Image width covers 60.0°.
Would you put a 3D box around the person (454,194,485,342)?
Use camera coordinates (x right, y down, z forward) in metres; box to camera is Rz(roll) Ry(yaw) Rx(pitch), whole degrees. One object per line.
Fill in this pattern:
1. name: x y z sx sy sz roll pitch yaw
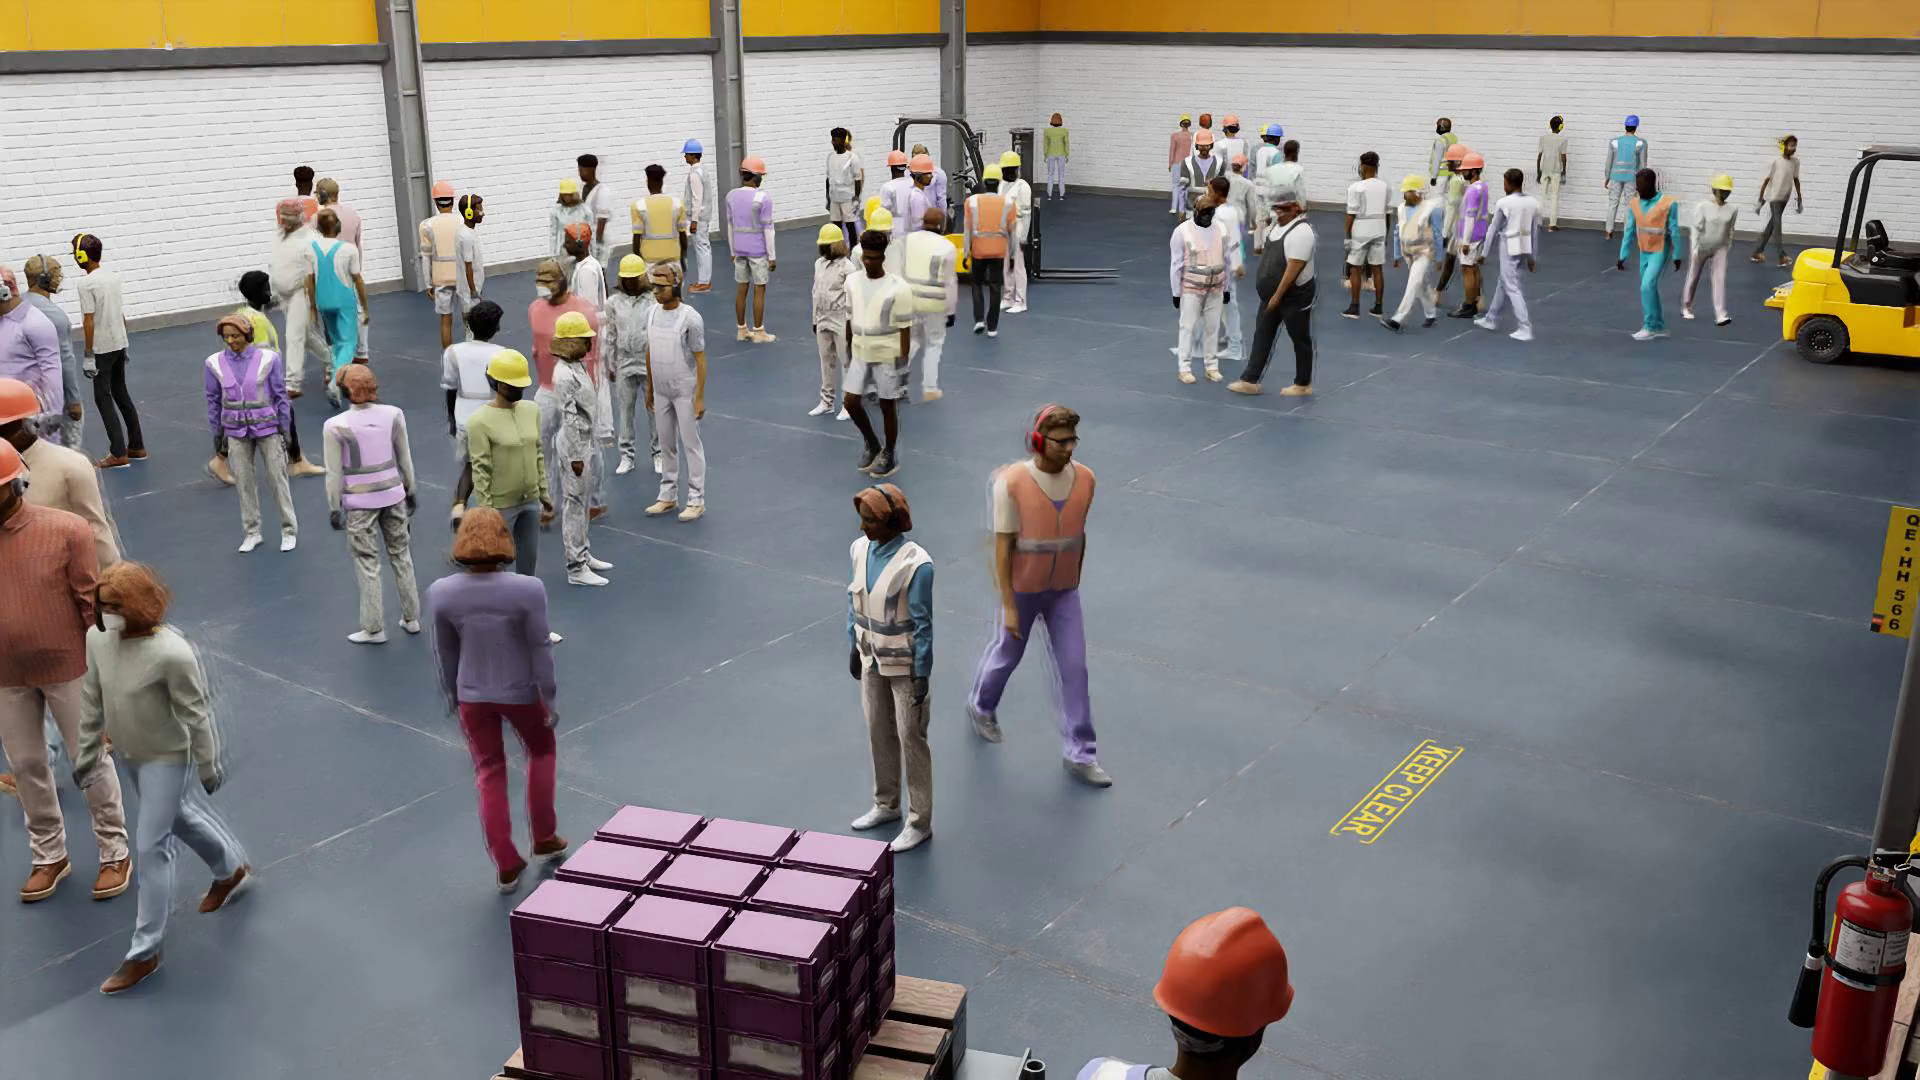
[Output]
1. person: -4.681 -2.390 16.032 0.324 1.861 0.510 -6 19 -18

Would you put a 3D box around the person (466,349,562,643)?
1. person: -2.502 -0.208 9.367 0.326 1.760 0.524 11 21 30

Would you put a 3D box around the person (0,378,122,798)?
1. person: -4.332 0.205 7.774 0.656 1.934 1.024 5 18 14

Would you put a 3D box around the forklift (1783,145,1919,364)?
1. forklift: 9.803 -2.879 17.013 2.313 2.155 1.214 12 21 33

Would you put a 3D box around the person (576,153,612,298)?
1. person: -4.282 -3.513 19.382 0.619 1.951 0.431 16 24 42

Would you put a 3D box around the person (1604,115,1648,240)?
1. person: 10.530 -5.732 26.335 0.617 1.946 0.393 10 20 28

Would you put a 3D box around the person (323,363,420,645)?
1. person: -3.381 -0.210 9.584 0.313 1.630 0.520 15 23 39

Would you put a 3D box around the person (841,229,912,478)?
1. person: -0.649 -1.427 12.861 0.629 1.948 0.455 10 20 28

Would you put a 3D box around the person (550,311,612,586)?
1. person: -2.409 -0.585 10.567 0.295 1.744 0.485 -2 18 -5

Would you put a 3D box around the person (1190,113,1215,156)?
1. person: 4.071 -6.158 27.768 0.346 1.883 0.584 -10 21 -30

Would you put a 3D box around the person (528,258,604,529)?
1. person: -2.821 -0.977 11.503 0.645 1.911 0.810 10 20 29

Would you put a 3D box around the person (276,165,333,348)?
1. person: -6.979 -3.032 17.888 0.612 1.953 0.382 -4 18 -12

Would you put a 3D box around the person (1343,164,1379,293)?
1. person: 5.296 -4.035 21.443 0.680 1.670 0.549 7 19 22

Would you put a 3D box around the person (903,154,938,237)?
1. person: -0.425 -3.179 18.197 0.386 2.041 0.615 -3 18 -10

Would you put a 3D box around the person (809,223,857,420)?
1. person: -1.131 -1.942 14.815 0.484 1.743 0.298 13 22 34

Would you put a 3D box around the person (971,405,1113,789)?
1. person: 0.365 0.218 7.972 0.585 1.803 0.963 -10 20 -27

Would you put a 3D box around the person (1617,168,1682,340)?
1. person: 7.656 -3.166 18.437 0.654 1.864 0.621 -8 19 -23

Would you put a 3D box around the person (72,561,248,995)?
1. person: -3.094 0.830 6.379 0.502 1.594 0.826 9 20 25

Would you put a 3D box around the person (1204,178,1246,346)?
1. person: 2.877 -3.017 18.065 0.513 1.804 0.584 0 18 -1

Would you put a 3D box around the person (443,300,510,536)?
1. person: -3.253 -0.787 11.309 0.531 1.674 0.508 2 18 7

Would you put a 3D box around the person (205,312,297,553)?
1. person: -4.750 -0.718 11.166 0.525 1.631 0.314 -2 18 -7

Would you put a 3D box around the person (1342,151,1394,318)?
1. person: 4.820 -3.615 19.726 0.606 1.945 0.428 -5 19 -16

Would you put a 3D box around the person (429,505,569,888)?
1. person: -1.910 0.636 6.947 0.513 1.611 0.542 0 18 2

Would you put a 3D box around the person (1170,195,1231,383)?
1. person: 2.354 -2.448 16.261 0.635 1.831 0.429 -6 19 -19

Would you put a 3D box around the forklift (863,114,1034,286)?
1. forklift: -0.171 -4.594 22.377 2.313 2.155 1.214 1 18 3

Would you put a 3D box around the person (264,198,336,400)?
1. person: -6.251 -2.302 15.744 0.638 1.860 0.914 13 22 34

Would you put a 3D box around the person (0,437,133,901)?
1. person: -3.746 0.525 6.722 0.626 1.980 0.411 -3 18 -10

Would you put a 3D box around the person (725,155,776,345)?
1. person: -2.251 -3.154 18.144 0.611 2.032 0.411 11 21 31

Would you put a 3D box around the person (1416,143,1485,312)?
1. person: 5.987 -3.776 20.142 0.995 1.989 0.618 12 21 32

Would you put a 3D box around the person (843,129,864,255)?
1. person: -1.635 -5.190 24.826 0.530 1.831 0.395 13 22 36

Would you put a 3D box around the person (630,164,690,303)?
1. person: -3.252 -3.052 17.963 0.686 1.968 0.445 -7 19 -21

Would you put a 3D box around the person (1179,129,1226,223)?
1. person: 3.201 -4.397 22.008 0.614 2.041 0.389 0 18 -1

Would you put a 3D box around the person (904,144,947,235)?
1. person: -0.474 -4.045 21.100 0.636 1.929 0.379 5 18 16

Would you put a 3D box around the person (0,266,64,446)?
1. person: -6.399 -0.917 11.348 0.652 1.902 0.402 9 20 26

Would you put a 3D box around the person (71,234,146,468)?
1. person: -6.825 -1.506 13.277 0.333 1.854 0.525 1 18 4
